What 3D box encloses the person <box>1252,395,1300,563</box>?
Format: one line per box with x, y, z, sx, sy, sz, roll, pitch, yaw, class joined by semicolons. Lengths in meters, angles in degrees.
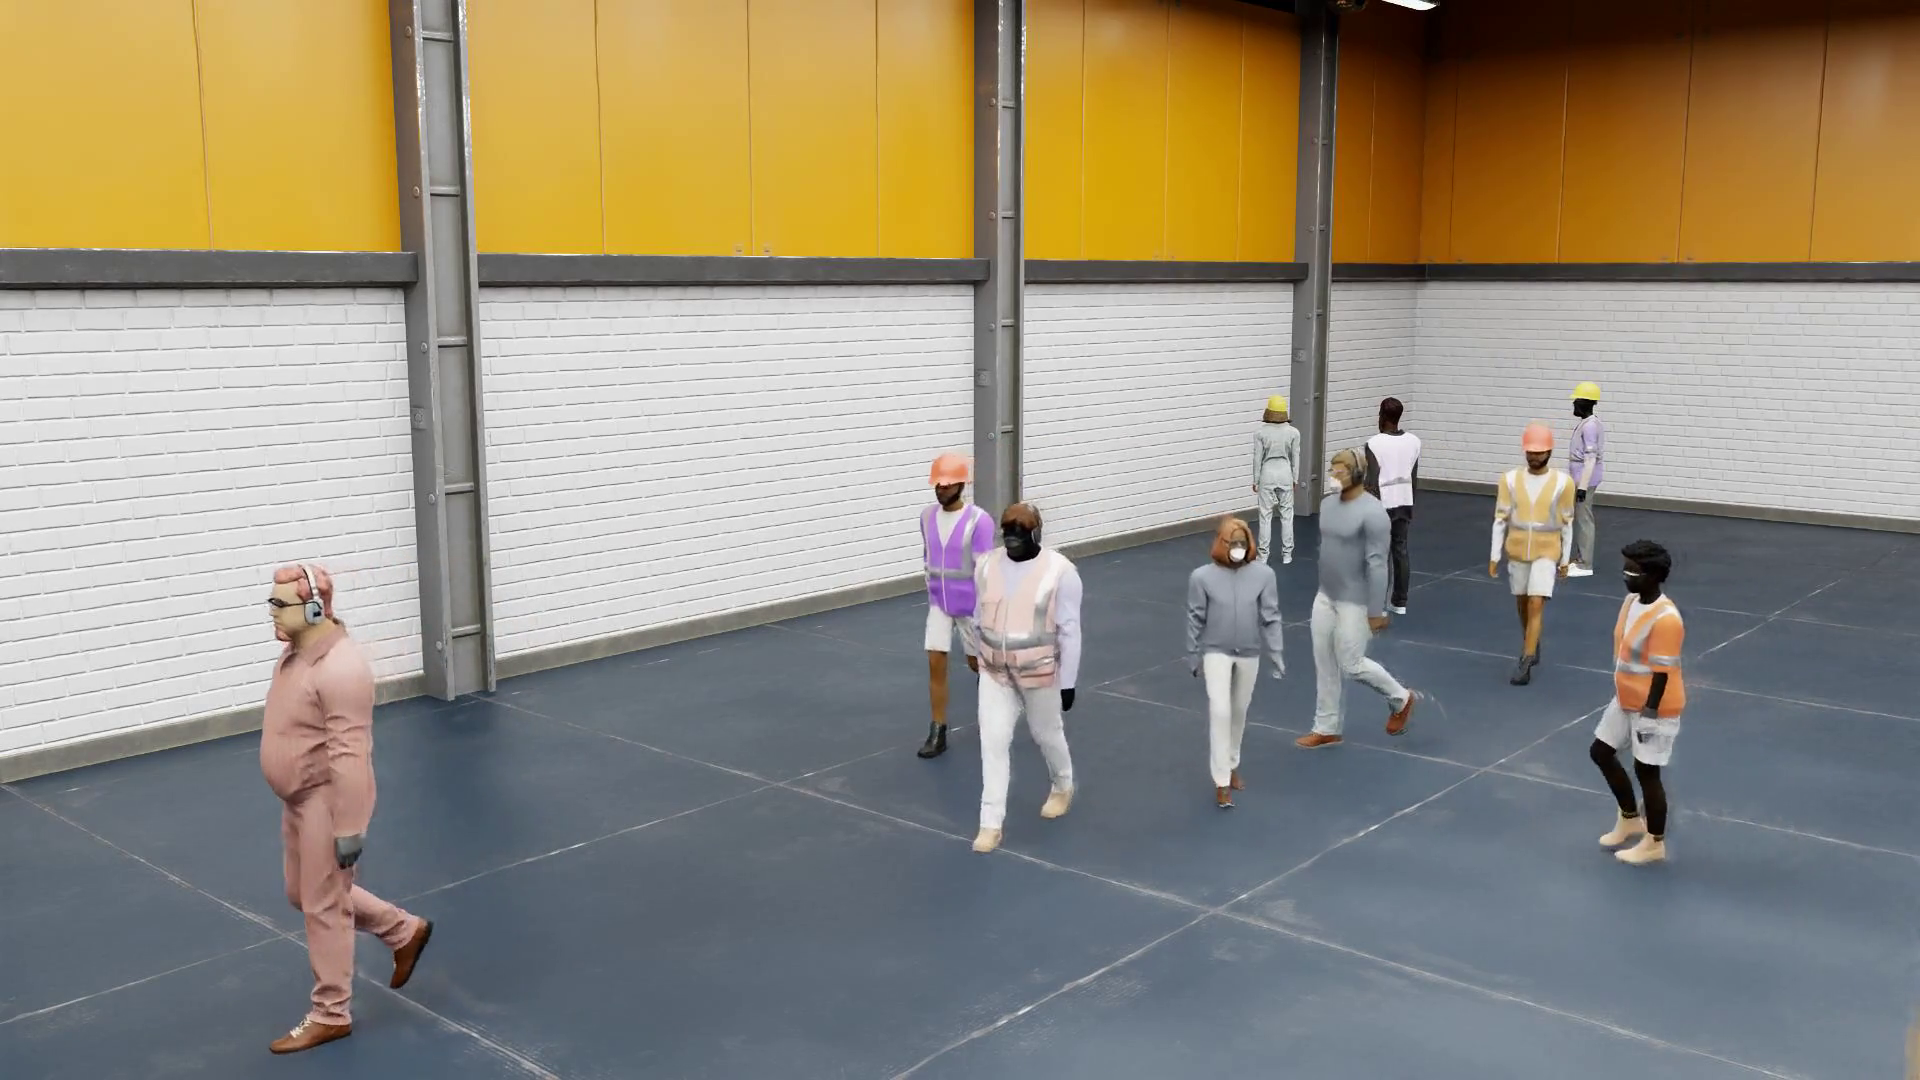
3.262;-0.624;17.199;0.490;1.746;0.284;0;9;1;person

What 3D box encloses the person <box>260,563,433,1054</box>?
-2.410;1.010;6.485;0.621;1.894;0.650;-7;12;-38;person

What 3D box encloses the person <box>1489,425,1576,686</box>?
4.265;0.074;12.380;0.555;1.900;0.992;5;10;29;person

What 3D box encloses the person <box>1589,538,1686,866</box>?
3.401;0.822;8.301;0.413;1.675;0.547;0;9;0;person

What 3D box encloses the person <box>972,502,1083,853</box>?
0.366;0.678;8.850;0.634;1.808;0.930;4;10;26;person

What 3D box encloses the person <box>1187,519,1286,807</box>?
1.567;0.687;9.411;0.514;1.605;0.754;-1;9;-6;person

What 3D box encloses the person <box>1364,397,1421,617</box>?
3.748;-0.283;14.521;0.590;1.919;0.392;-5;10;-30;person

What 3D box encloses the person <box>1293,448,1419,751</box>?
2.490;0.371;10.421;0.737;1.919;0.633;-3;10;-20;person

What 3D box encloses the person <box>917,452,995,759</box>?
0.037;0.370;10.494;0.557;1.904;0.907;6;11;31;person

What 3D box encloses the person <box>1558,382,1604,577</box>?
6.166;-0.598;16.460;0.353;1.930;0.590;3;9;17;person
